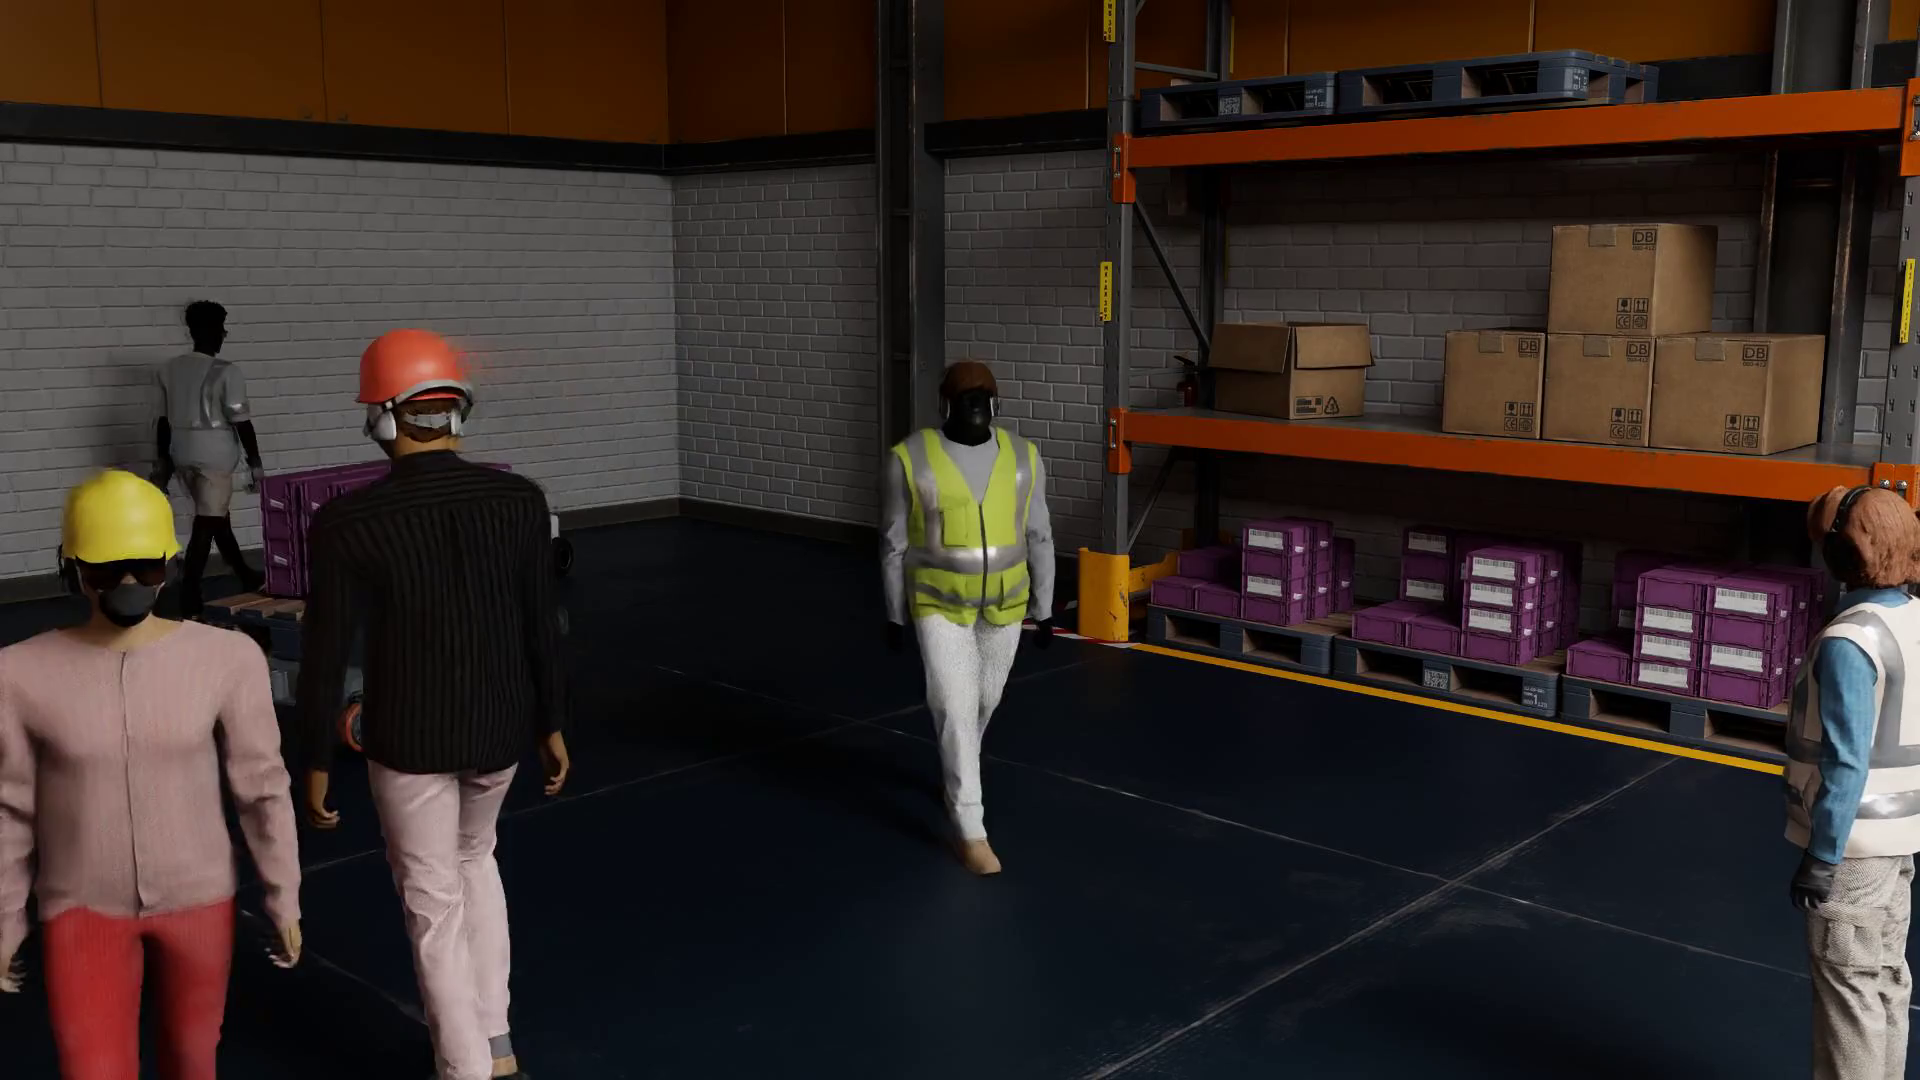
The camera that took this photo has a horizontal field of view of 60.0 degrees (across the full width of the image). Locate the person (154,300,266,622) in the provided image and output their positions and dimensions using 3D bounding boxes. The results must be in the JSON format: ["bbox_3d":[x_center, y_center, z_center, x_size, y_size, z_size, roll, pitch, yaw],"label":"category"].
[{"bbox_3d":[-4.520,-0.491,10.220,0.636,1.900,0.975,4,10,23],"label":"person"}]

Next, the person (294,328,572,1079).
[{"bbox_3d":[-1.309,0.474,4.090,0.601,1.971,0.643,9,13,44],"label":"person"}]

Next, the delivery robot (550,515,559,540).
[{"bbox_3d":[-3.032,-0.030,11.256,0.477,0.478,0.707,3,10,21],"label":"delivery robot"}]

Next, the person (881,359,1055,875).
[{"bbox_3d":[0.022,0.225,6.166,0.634,1.808,0.930,-3,10,-17],"label":"person"}]

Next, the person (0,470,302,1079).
[{"bbox_3d":[-1.563,0.737,3.214,0.551,1.734,0.789,-6,11,-32],"label":"person"}]

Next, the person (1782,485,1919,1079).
[{"bbox_3d":[2.050,0.690,3.821,0.312,1.636,0.518,9,13,43],"label":"person"}]
